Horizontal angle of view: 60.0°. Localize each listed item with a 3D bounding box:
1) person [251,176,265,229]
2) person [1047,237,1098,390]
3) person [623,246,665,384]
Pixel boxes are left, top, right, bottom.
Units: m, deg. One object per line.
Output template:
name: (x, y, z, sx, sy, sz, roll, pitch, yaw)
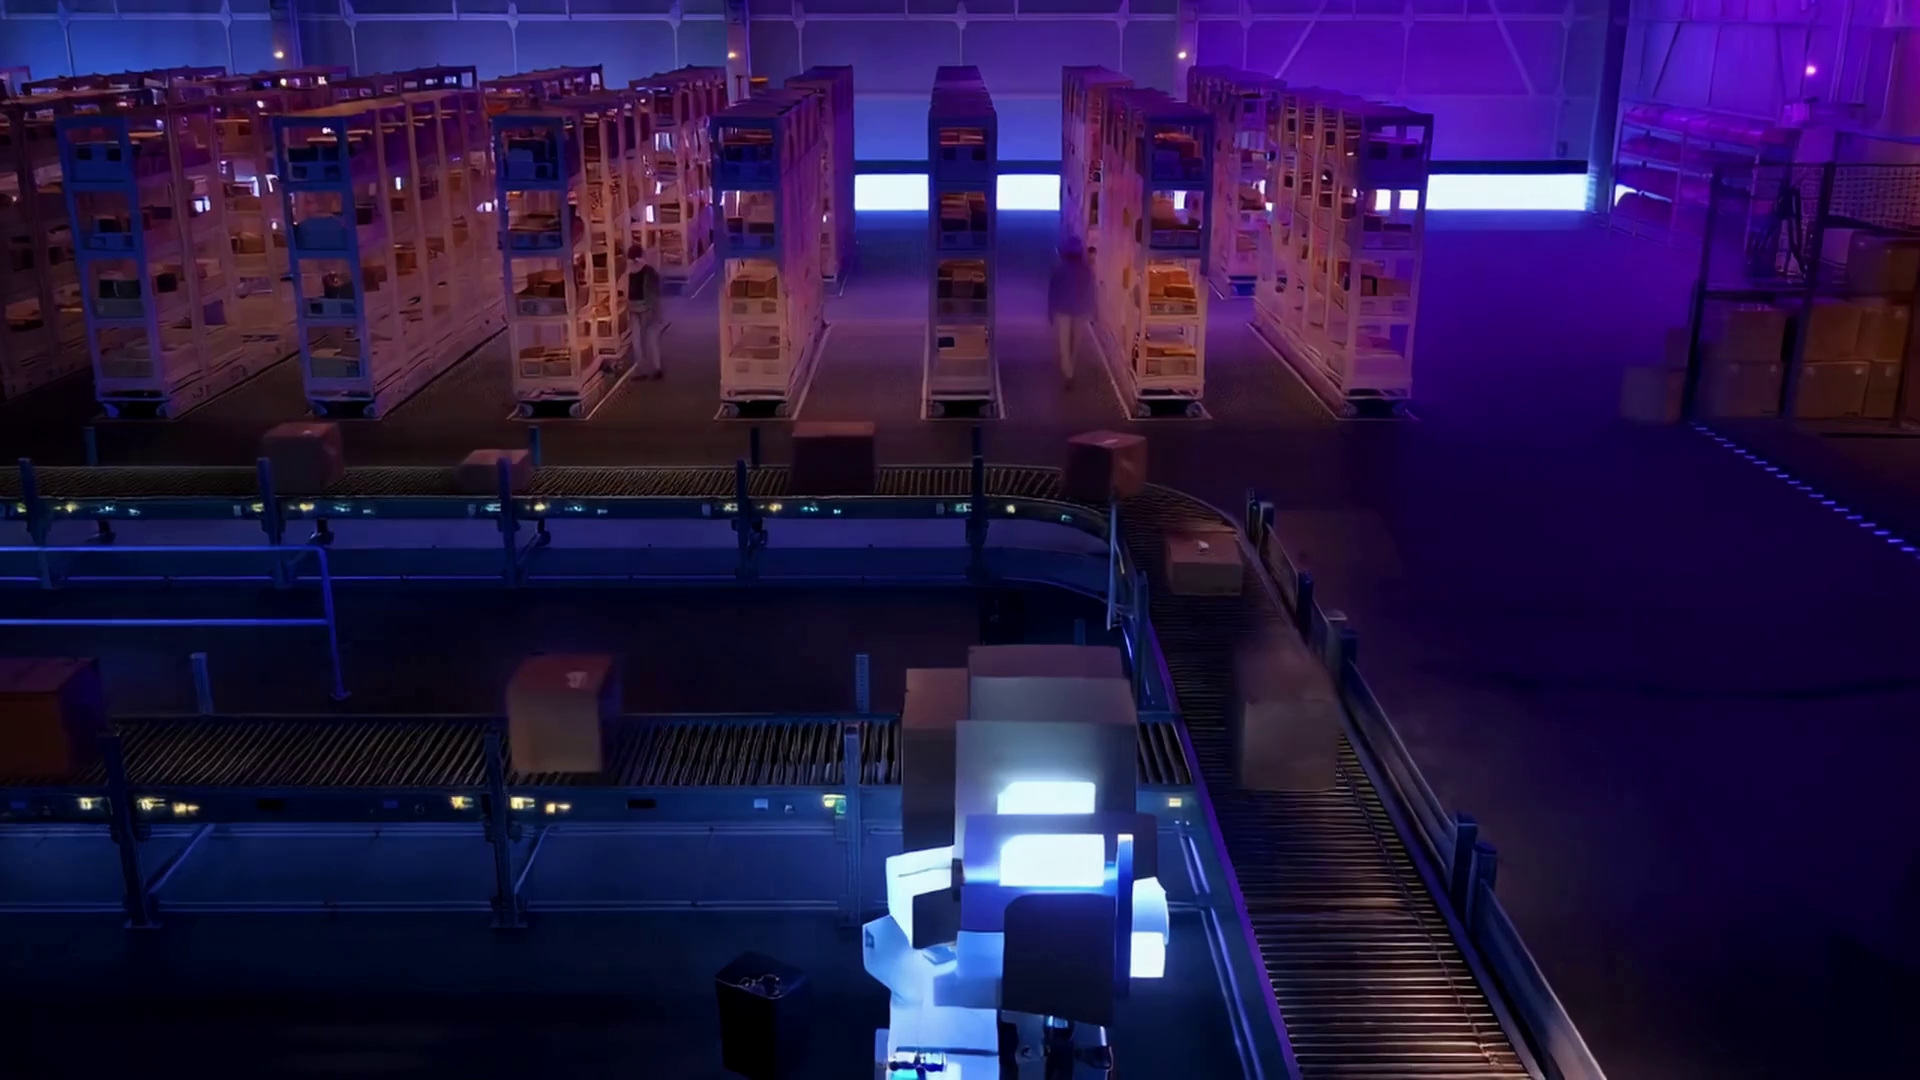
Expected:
person: (-14.126, -6.820, 33.658, 0.373, 1.843, 0.571, -3, 18, -11)
person: (1.472, -2.941, 21.551, 0.644, 1.937, 1.016, -1, 18, -4)
person: (-4.147, -2.953, 21.832, 0.621, 1.786, 0.421, 13, 22, 35)
